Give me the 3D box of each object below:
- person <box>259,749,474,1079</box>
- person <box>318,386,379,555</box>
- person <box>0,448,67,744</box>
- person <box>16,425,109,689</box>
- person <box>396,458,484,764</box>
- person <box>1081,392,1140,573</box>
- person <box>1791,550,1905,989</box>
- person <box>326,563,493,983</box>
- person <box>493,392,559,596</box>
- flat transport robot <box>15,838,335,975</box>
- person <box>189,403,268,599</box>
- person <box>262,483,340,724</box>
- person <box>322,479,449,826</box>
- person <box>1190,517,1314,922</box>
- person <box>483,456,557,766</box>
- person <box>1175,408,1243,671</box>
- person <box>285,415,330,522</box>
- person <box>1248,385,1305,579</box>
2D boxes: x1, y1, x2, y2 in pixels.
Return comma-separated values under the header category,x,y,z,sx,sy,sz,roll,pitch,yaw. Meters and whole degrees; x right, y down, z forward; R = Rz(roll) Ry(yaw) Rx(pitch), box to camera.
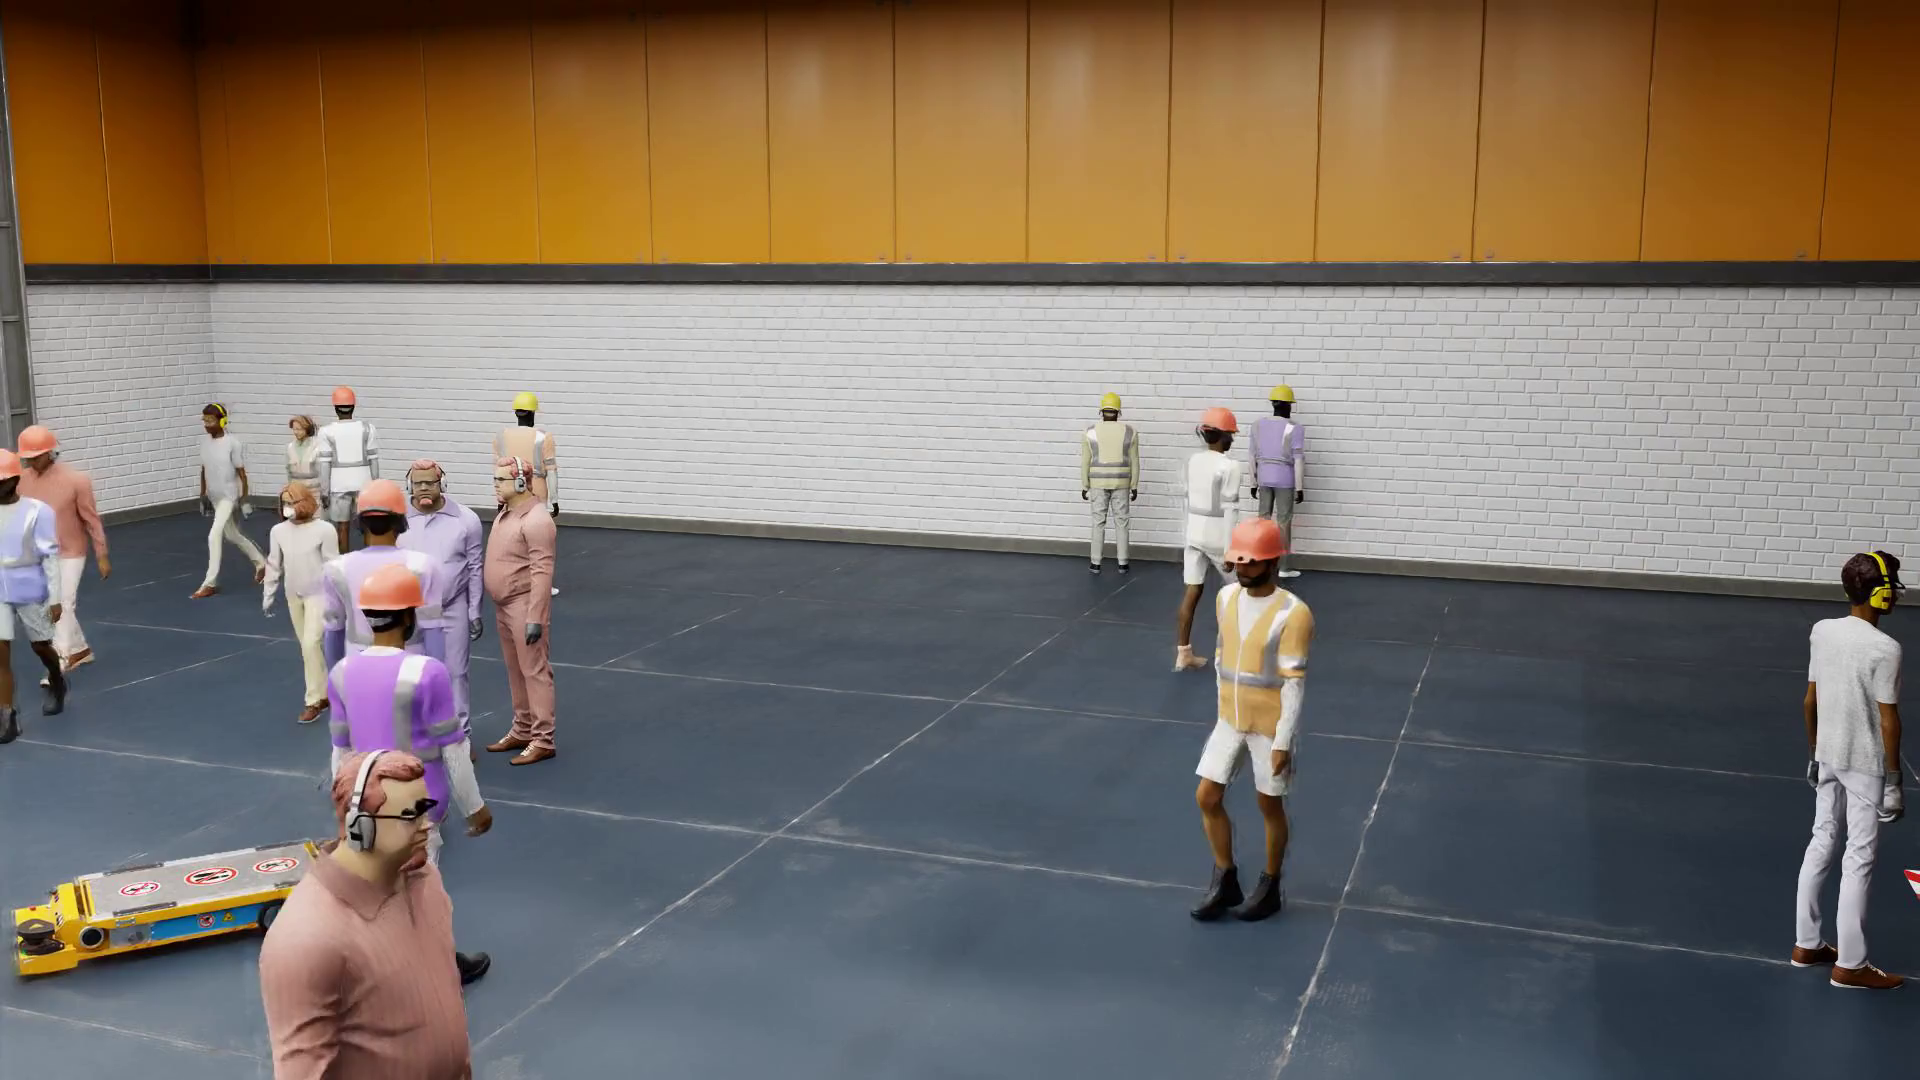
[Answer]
category,x,y,z,sx,sy,sz,roll,pitch,yaw
person,-1.384,1.438,4.094,0.433,1.891,0.678,1,9,9
person,-5.909,-0.517,16.117,0.547,1.939,0.376,-5,10,-26
person,-6.217,0.323,11.009,0.558,1.902,0.948,-1,9,-8
person,-6.700,0.096,12.316,0.667,1.972,0.820,0,9,1
person,-3.238,0.450,10.196,0.642,1.908,0.410,-3,10,-16
person,1.511,-0.572,16.764,0.594,1.832,0.404,0,9,2
person,3.819,0.974,7.088,0.328,1.862,0.513,-2,9,-14
person,-2.219,1.035,6.639,0.553,1.898,0.956,5,10,27
person,-4.025,-0.414,15.489,0.594,1.924,0.381,0,9,3
flat transport robot,-3.553,1.666,7.708,1.431,0.197,0.652,-5,11,-30
person,-6.947,-0.404,15.783,0.531,1.824,0.969,4,10,25
person,-4.477,0.428,11.223,0.537,1.609,0.651,3,10,16
person,-2.900,0.682,8.486,0.631,1.986,1.039,-1,9,-4
person,1.313,0.849,7.649,0.636,1.918,0.556,-8,12,-41
person,-2.739,0.429,10.322,0.410,1.909,0.643,-7,11,-36
person,2.003,-0.005,12.730,0.937,2.001,0.618,-7,11,-37
person,-6.492,-0.443,16.612,0.529,1.624,0.384,2,9,12
person,3.152,-0.579,16.520,0.591,1.923,0.382,7,12,38
